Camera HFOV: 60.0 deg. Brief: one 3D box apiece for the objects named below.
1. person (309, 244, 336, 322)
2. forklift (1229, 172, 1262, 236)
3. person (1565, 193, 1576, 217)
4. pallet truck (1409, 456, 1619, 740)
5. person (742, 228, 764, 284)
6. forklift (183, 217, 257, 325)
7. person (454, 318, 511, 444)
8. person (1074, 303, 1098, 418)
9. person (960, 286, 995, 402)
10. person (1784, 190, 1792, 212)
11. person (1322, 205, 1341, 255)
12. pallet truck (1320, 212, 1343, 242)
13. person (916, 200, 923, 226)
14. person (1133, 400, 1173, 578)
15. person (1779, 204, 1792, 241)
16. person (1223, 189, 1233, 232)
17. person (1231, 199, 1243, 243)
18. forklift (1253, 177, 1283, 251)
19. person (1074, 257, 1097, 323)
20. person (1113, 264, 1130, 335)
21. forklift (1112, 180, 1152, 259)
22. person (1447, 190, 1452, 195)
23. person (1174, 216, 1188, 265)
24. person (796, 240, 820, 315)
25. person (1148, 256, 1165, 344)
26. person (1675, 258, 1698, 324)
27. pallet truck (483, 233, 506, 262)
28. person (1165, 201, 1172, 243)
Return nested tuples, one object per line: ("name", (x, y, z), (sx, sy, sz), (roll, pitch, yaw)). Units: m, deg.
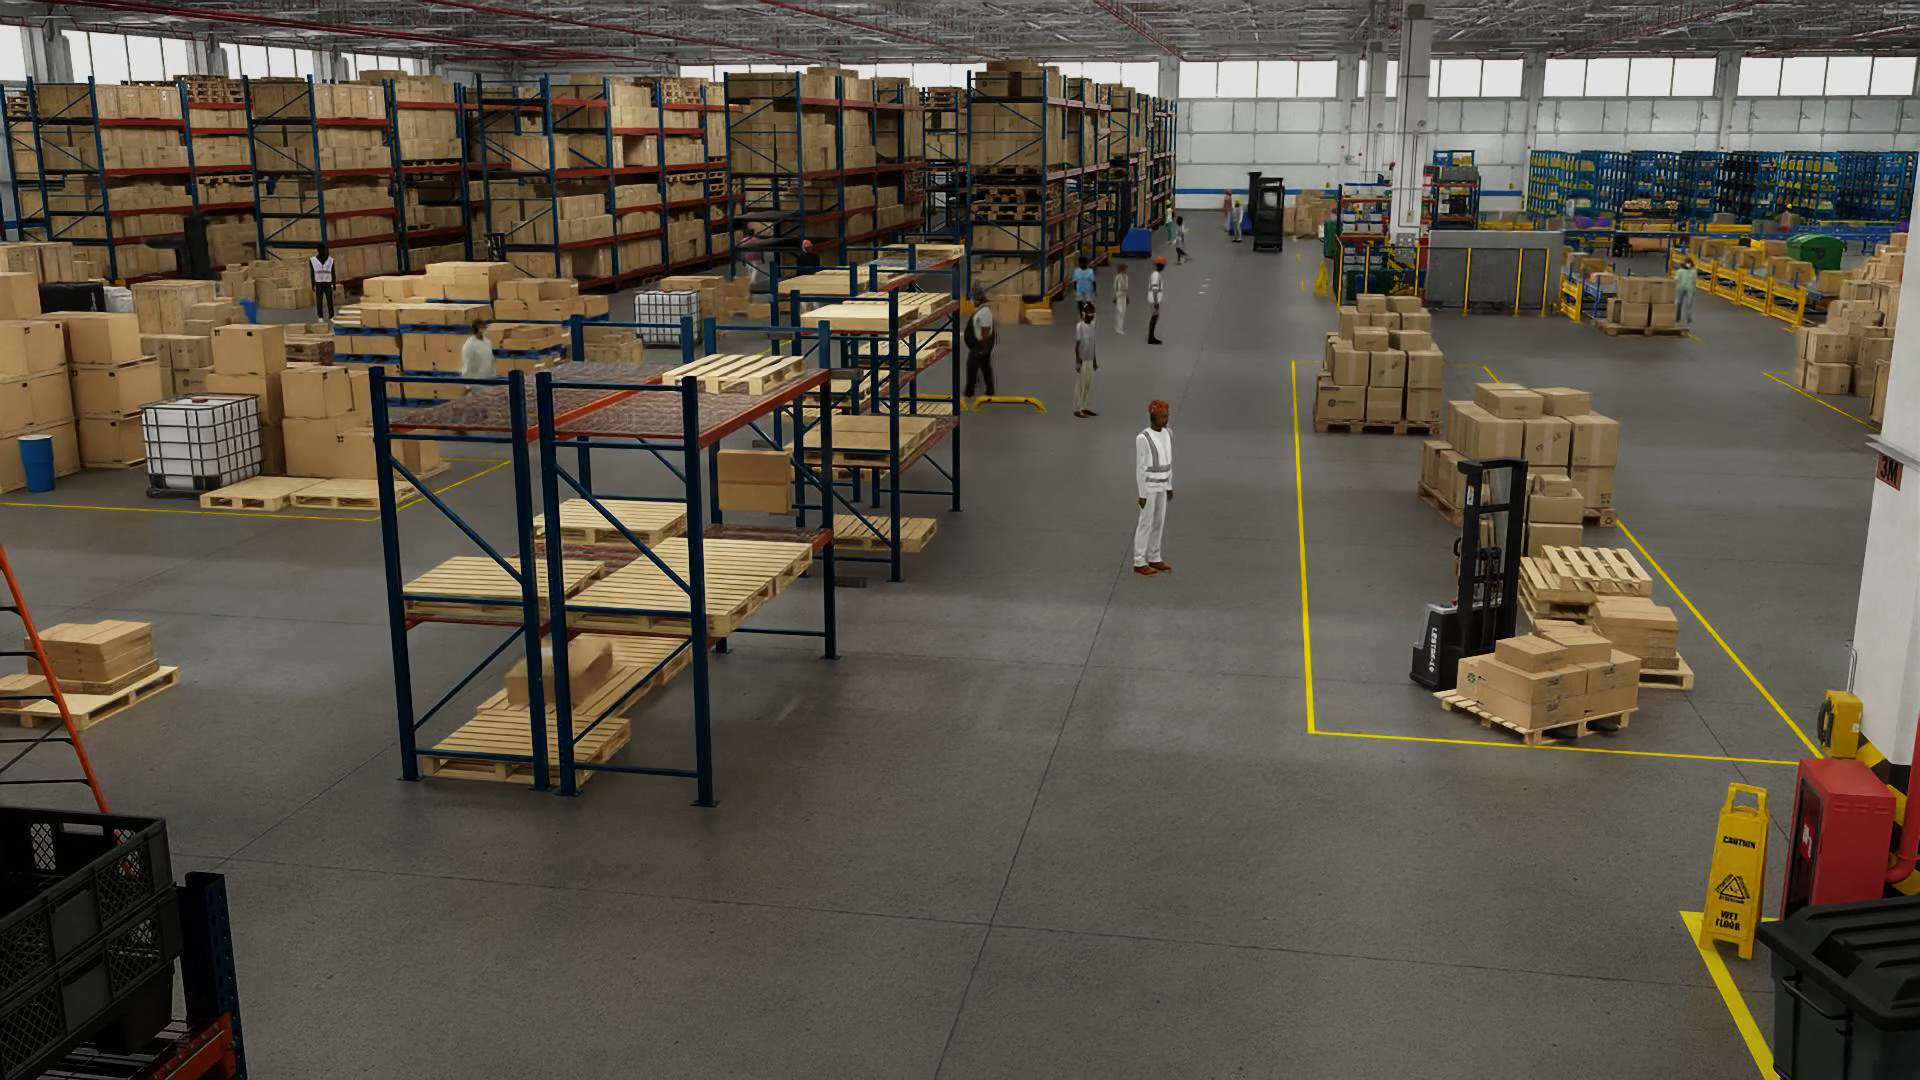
("person", (-15.596, -6.294, 40.763), (0.587, 1.911, 0.397), (-7, 16, -28))
("forklift", (12.978, -14.835, 73.433), (1.873, 2.768, 1.129), (7, 15, 26))
("person", (27.070, -14.515, 74.171), (0.674, 1.891, 0.820), (-10, 17, -36))
("pallet truck", (4.504, 0.400, 13.395), (0.823, 1.965, 1.885), (-6, 15, -23))
("person", (-6.135, -8.306, 49.125), (0.631, 1.815, 0.793), (3, 14, 12))
("forklift", (-15.964, -5.374, 35.022), (1.873, 2.768, 1.129), (-9, 16, -32))
("person", (-7.239, -2.388, 24.956), (1.043, 1.894, 0.642), (4, 14, 14))
("person", (2.070, -2.938, 27.215), (0.309, 1.868, 0.535), (12, 18, 39))
("person", (0.252, -3.399, 28.733), (0.832, 2.000, 0.698), (1, 14, 3))
("person", (40.116, -16.060, 80.545), (0.389, 1.843, 0.566), (0, 14, 0))
("person", (14.109, -11.676, 62.660), (0.996, 1.890, 0.546), (-11, 18, -37))
("pallet truck", (15.874, -13.227, 70.310), (0.680, 1.201, 1.601), (10, 17, 35))
("person", (-2.002, -16.503, 82.144), (0.543, 1.940, 0.361), (-4, 14, -15))
("person", (2.042, -0.545, 17.493), (0.351, 1.878, 0.568), (11, 17, 37))
("person", (32.749, -12.418, 65.926), (0.318, 1.764, 0.522), (-2, 14, -7))
("person", (12.458, -15.239, 76.922), (0.571, 1.974, 0.662), (-6, 15, -22))
("person", (11.610, -13.373, 69.688), (0.403, 1.823, 0.589), (-7, 16, -28))
("forklift", (12.083, -12.747, 64.956), (1.129, 2.768, 1.873), (3, 14, 10))
("person", (3.001, -5.954, 39.898), (0.597, 1.628, 0.871), (4, 14, 15))
("person", (3.752, -5.531, 38.239), (0.536, 1.615, 0.529), (11, 18, 38))
("forklift", (6.082, -11.722, 60.796), (1.873, 2.768, 1.129), (2, 14, 9))
("person", (23.687, -16.204, 81.305), (0.792, 1.777, 0.611), (4, 14, 14))
("person", (7.681, -10.455, 58.112), (0.384, 1.687, 0.545), (-4, 14, -15))
("person", (-3.739, -6.393, 41.016), (0.608, 1.984, 0.410), (-5, 15, -20))
("person", (4.320, -5.279, 36.580), (0.366, 1.936, 0.547), (2, 14, 9))
("person", (17.674, -6.062, 40.496), (0.509, 1.575, 0.895), (3, 14, 13))
("pallet truck", (-11.832, -7.026, 43.548), (1.885, 1.965, 0.823), (8, 16, 28))
("person", (8.673, -13.237, 69.246), (0.328, 1.765, 0.527), (5, 15, 20))
